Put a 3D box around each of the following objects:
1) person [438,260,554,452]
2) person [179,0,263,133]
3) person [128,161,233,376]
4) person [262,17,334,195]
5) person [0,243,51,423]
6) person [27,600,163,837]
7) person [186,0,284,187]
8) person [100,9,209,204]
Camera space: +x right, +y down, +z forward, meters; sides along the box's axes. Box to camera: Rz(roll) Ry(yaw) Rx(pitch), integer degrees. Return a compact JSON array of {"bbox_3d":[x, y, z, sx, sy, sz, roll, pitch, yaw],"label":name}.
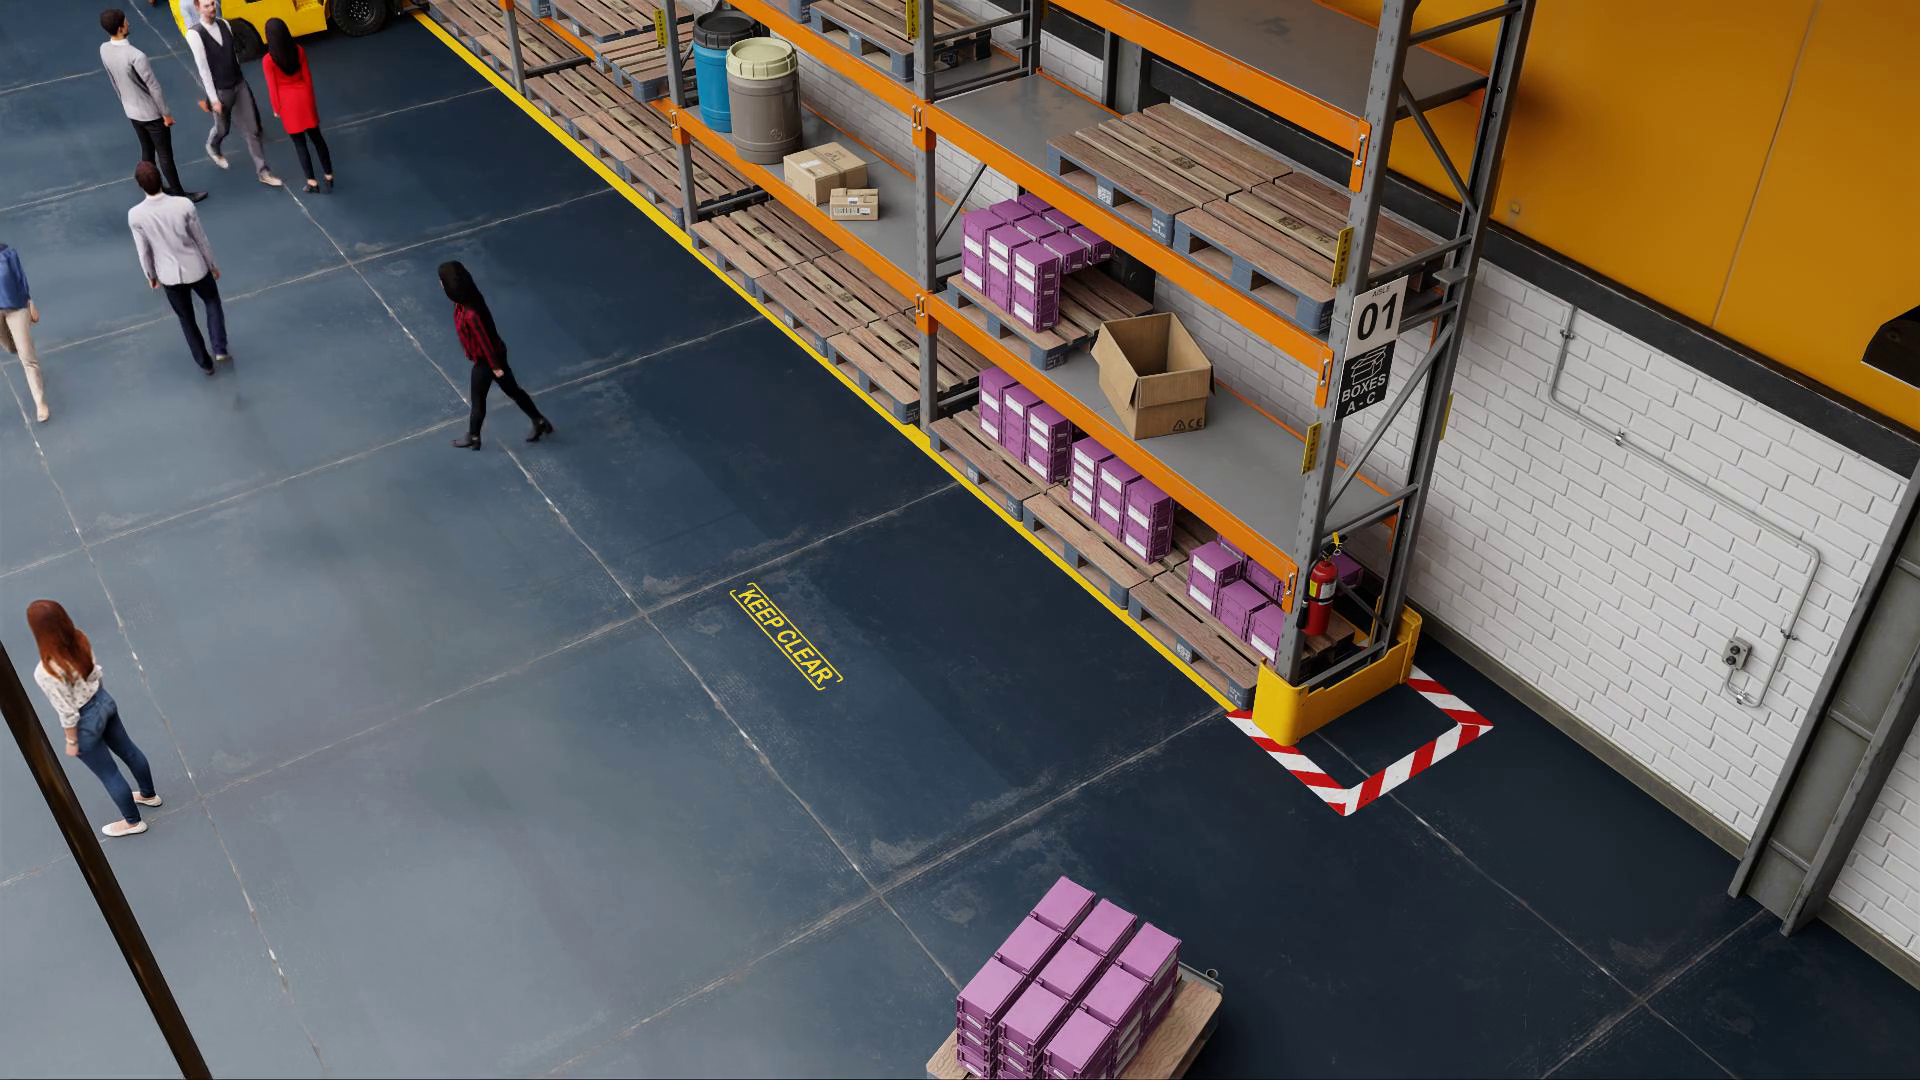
[{"bbox_3d":[-3.478,-1.392,12.620,0.852,1.619,1.017,-15,41,-18],"label":"person"},{"bbox_3d":[-7.574,-4.992,17.036,1.342,1.733,0.868,28,46,30],"label":"person"},{"bbox_3d":[-6.237,-2.122,13.358,0.753,1.837,0.708,-15,41,-18],"label":"person"},{"bbox_3d":[-6.380,-4.174,15.999,0.689,1.748,0.677,28,46,31],"label":"person"},{"bbox_3d":[-7.521,-1.819,13.117,0.811,1.665,1.166,-13,40,-15],"label":"person"},{"bbox_3d":[-4.980,1.007,9.528,0.709,1.728,0.631,3,39,4],"label":"person"},{"bbox_3d":[-7.189,-4.388,16.145,1.283,1.900,0.953,23,44,26],"label":"person"},{"bbox_3d":[-7.731,-4.080,15.744,0.765,1.920,0.895,17,42,20],"label":"person"}]
